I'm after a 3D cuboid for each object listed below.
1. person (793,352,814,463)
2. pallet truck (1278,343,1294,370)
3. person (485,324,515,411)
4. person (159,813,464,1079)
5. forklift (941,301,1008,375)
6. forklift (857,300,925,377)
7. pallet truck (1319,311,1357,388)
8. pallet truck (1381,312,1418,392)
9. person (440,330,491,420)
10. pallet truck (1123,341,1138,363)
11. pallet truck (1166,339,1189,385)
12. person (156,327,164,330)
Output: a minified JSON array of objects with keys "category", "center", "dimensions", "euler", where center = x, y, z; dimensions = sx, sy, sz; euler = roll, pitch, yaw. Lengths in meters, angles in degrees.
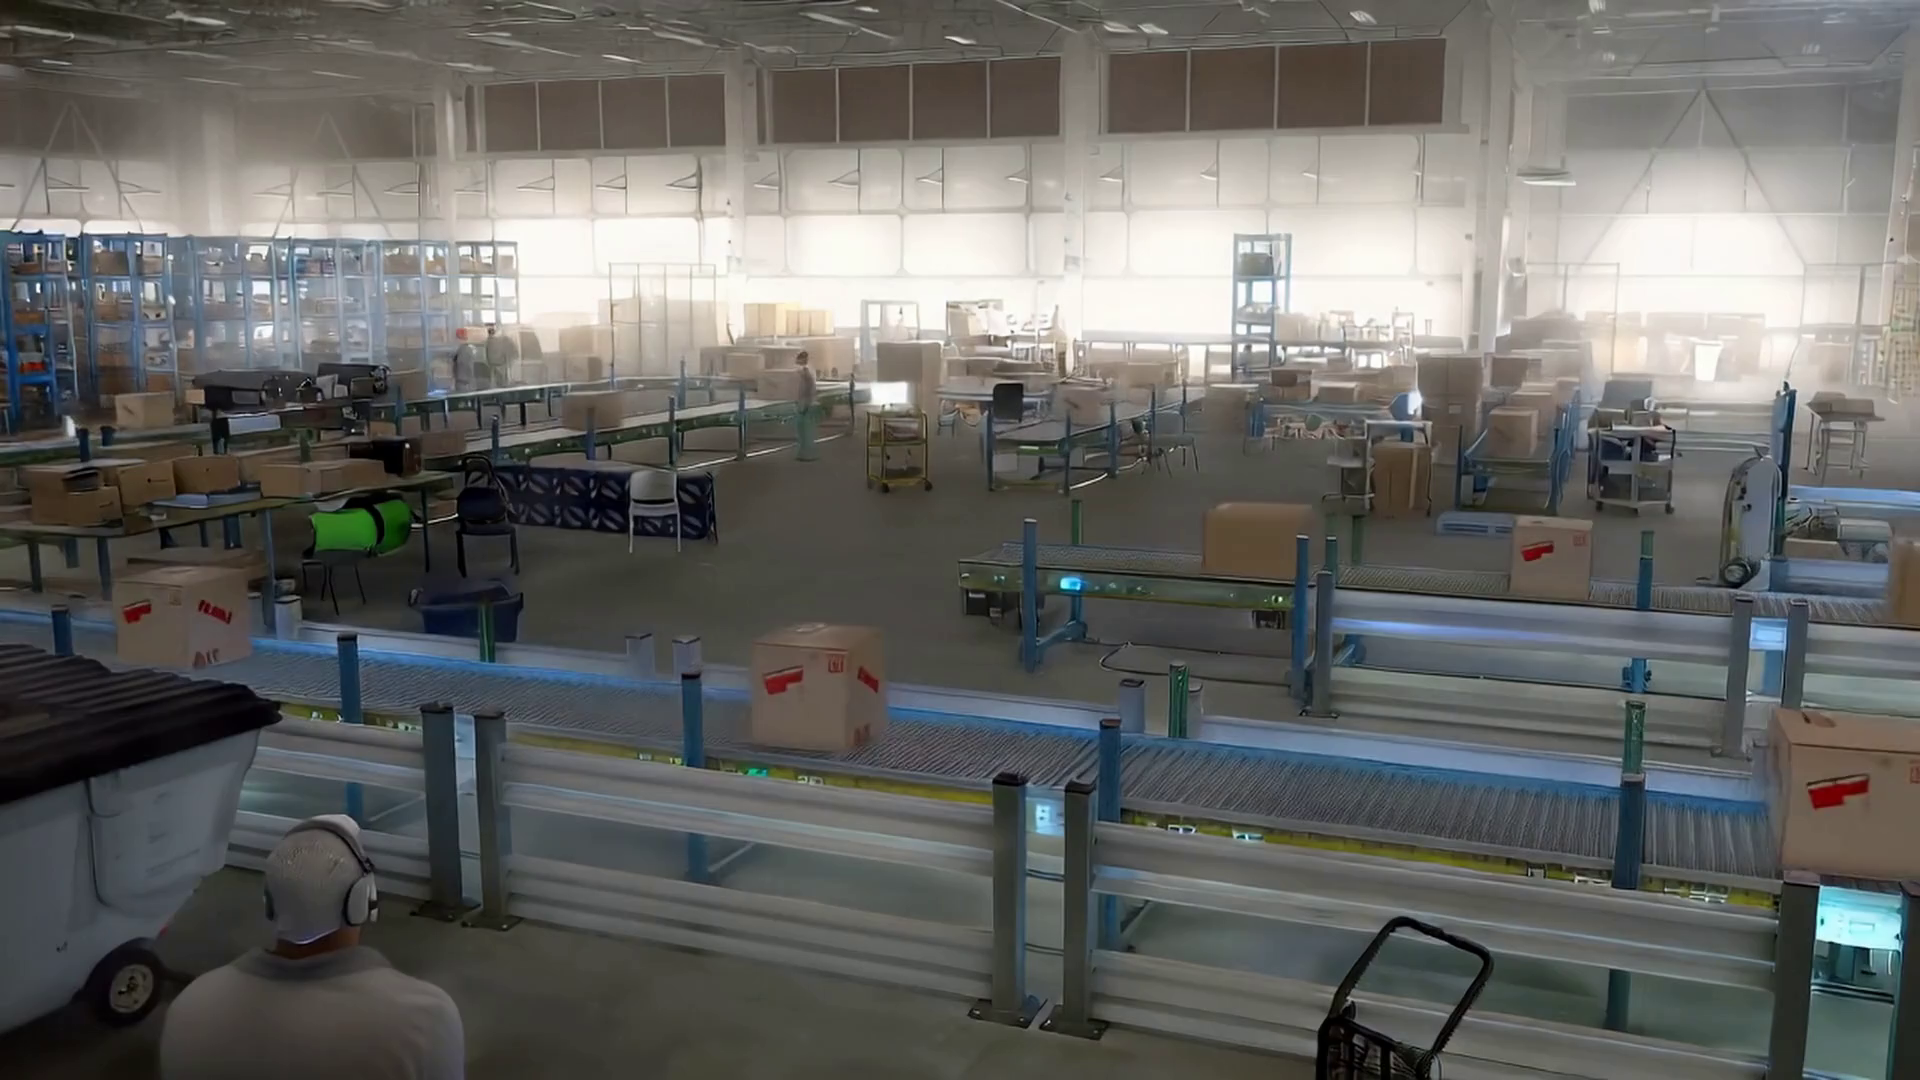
[{"category":"person","center":[-2.429,-2.058,25.727],"dimensions":[0.333,1.720,0.675],"euler":[-2,10,-12]},{"category":"pallet truck","center":[7.886,-4.163,39.743],"dimensions":[0.653,1.274,1.630],"euler":[4,10,22]},{"category":"person","center":[-9.680,-3.626,34.928],"dimensions":[0.719,1.829,1.032],"euler":[1,9,7]},{"category":"person","center":[-1.320,1.517,3.545],"dimensions":[0.642,1.898,0.395],"euler":[1,9,4]},{"category":"forklift","center":[0.365,-4.966,41.571],"dimensions":[1.157,1.987,2.680],"euler":[3,10,20]},{"category":"forklift","center":[-1.732,-5.109,42.468],"dimensions":[1.157,1.987,2.680],"euler":[4,10,22]},{"category":"pallet truck","center":[9.071,-4.419,39.190],"dimensions":[0.823,1.965,1.885],"euler":[5,10,26]},{"category":"pallet truck","center":[10.207,-4.283,38.369],"dimensions":[0.823,1.965,1.885],"euler":[3,10,20]},{"category":"person","center":[-9.747,-3.248,32.766],"dimensions":[0.967,1.782,0.610],"euler":[-5,11,-29]},{"category":"pallet truck","center":[4.445,-4.380,41.279],"dimensions":[0.680,1.201,1.601],"euler":[4,10,22]},{"category":"pallet truck","center":[5.418,-4.269,40.420],"dimensions":[0.704,1.261,1.522],"euler":[3,10,20]},{"category":"person","center":[-17.909,-4.015,37.261],"dimensions":[0.573,1.831,0.405],"euler":[-7,12,-36]}]
